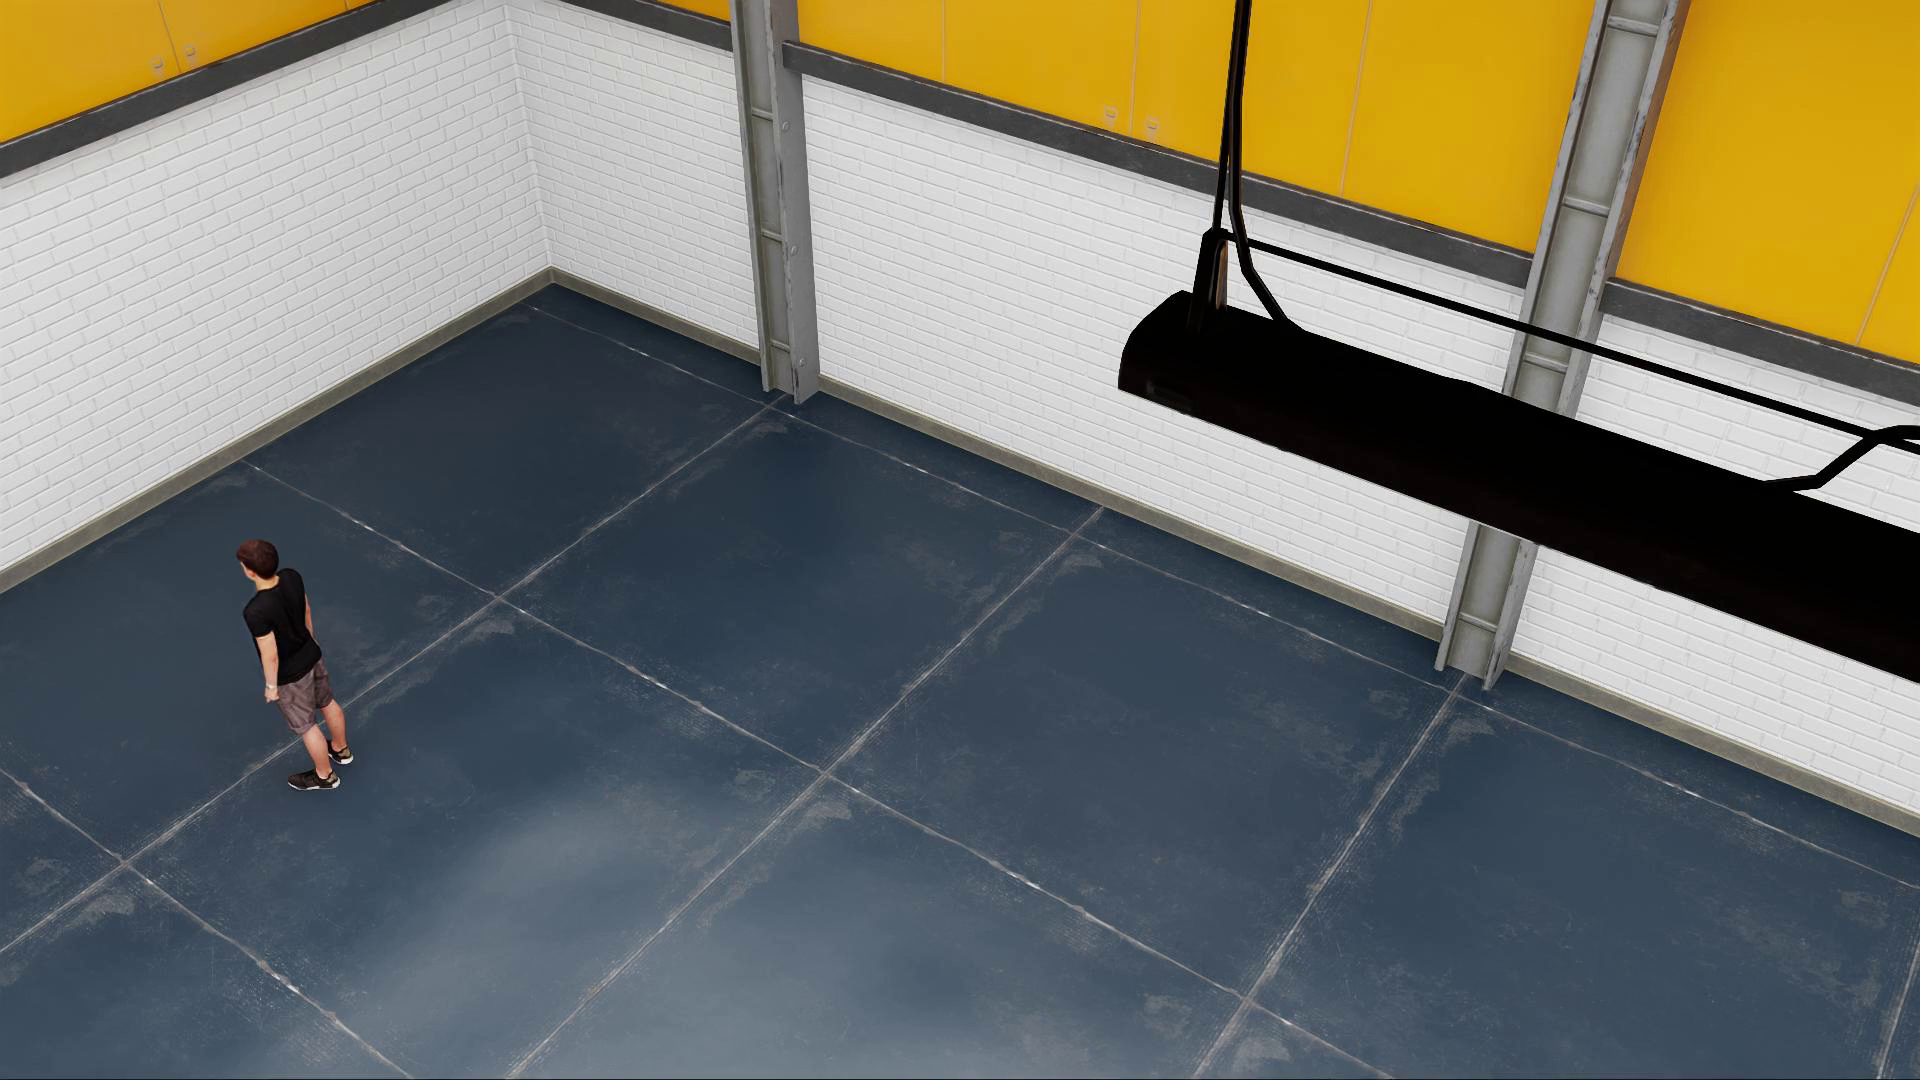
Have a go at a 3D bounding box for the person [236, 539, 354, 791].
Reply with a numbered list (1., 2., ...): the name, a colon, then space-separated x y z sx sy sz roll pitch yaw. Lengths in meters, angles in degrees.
1. person: -4.022 0.747 10.047 0.732 1.862 0.758 7 39 9
